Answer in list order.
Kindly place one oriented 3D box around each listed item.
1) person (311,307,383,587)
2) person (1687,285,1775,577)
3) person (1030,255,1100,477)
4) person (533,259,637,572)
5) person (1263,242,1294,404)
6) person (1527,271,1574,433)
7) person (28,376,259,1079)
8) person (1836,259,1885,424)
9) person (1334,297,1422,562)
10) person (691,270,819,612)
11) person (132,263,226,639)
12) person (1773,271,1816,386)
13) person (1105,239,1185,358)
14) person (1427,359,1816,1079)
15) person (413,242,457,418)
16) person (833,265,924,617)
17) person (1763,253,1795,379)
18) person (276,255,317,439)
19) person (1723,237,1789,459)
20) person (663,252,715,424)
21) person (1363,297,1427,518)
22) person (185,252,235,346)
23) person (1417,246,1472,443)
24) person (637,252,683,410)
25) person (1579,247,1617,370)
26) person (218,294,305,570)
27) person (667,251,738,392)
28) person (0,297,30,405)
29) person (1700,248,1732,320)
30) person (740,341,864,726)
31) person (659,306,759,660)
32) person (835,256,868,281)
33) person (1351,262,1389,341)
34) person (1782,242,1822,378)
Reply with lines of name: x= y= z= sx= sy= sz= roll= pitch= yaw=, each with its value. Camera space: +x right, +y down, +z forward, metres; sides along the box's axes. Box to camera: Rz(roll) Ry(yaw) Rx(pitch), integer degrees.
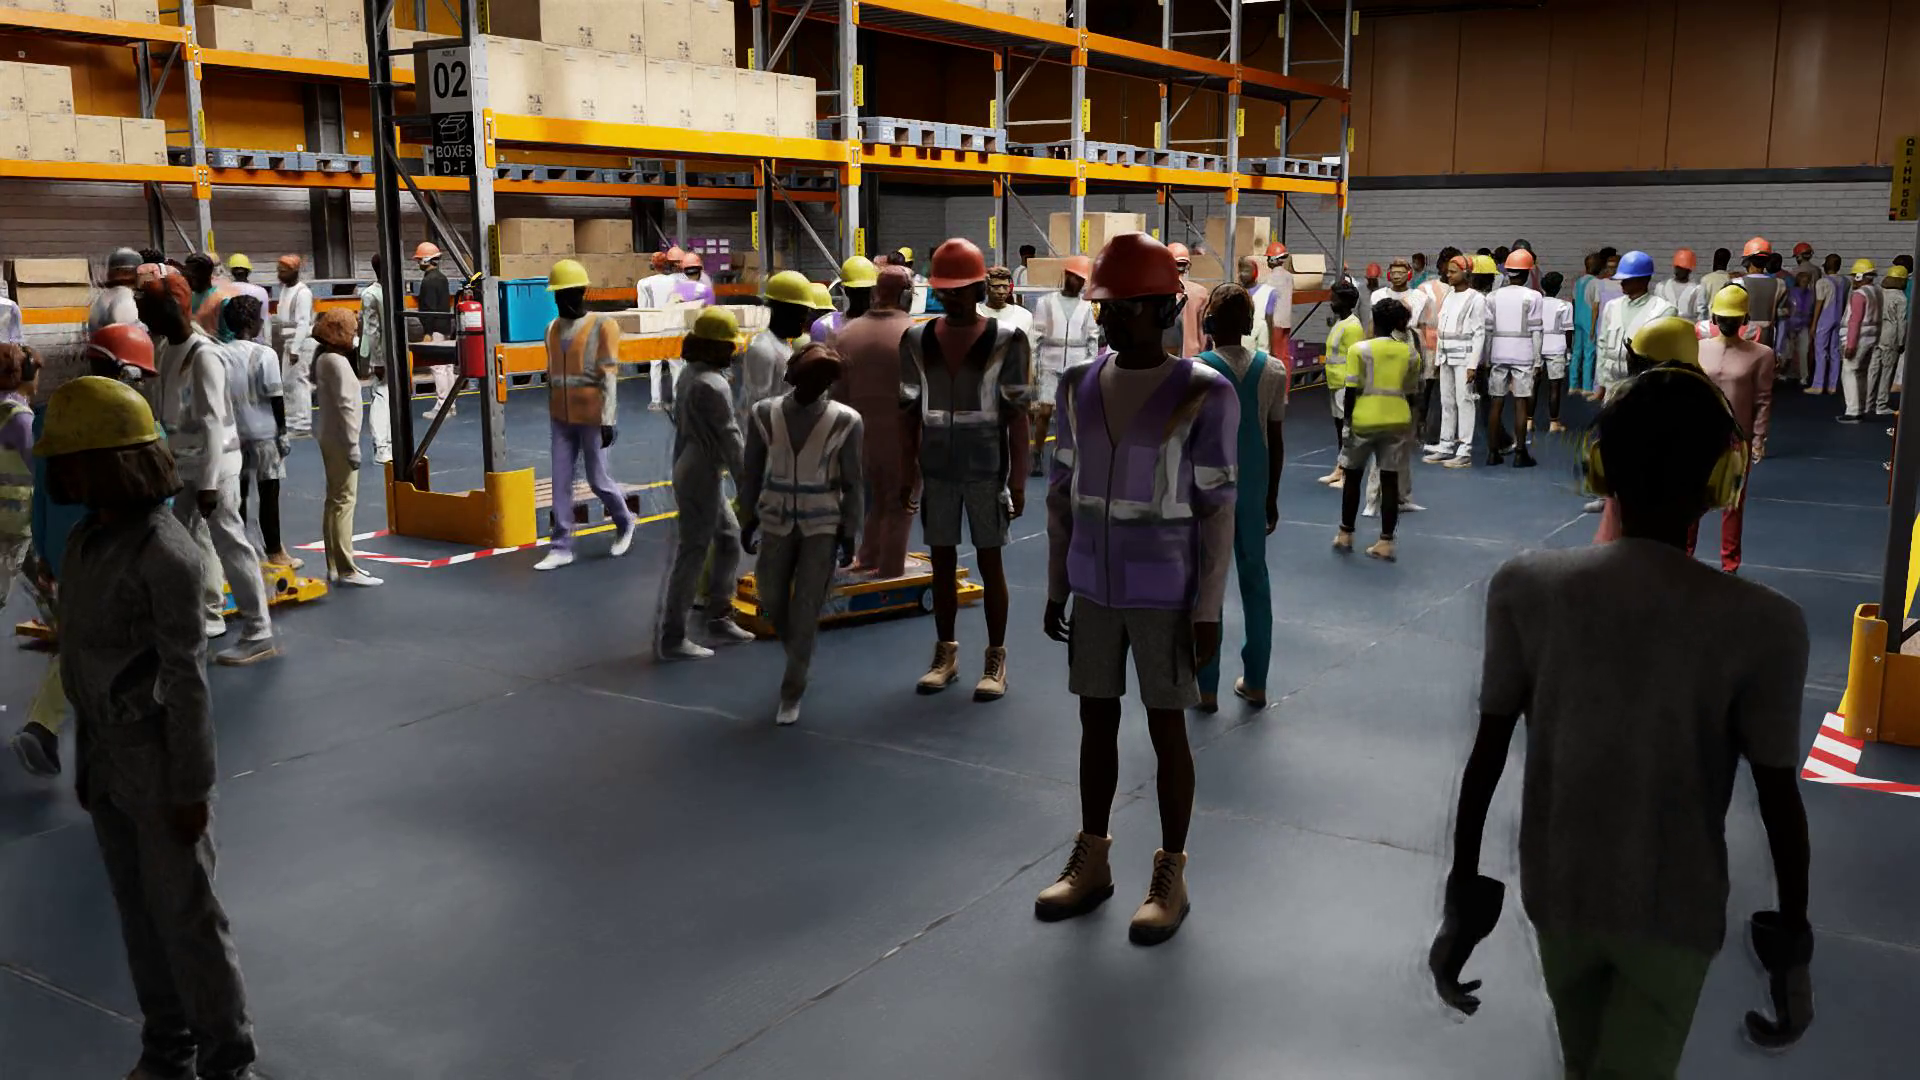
person: x=-3.620 y=-0.543 z=9.765 sx=0.278 sy=1.633 sz=0.498 roll=-6 pitch=12 yaw=-32
person: x=4.426 y=-0.596 z=9.700 sx=0.523 sy=1.767 sz=0.313 roll=5 pitch=11 yaw=26
person: x=0.891 y=-1.465 z=14.147 sx=0.591 sy=1.898 sz=0.469 roll=0 pitch=10 yaw=-1
person: x=-2.342 y=-0.782 z=10.339 sx=0.609 sy=1.903 sz=0.749 roll=5 pitch=11 yaw=27
person: x=3.863 y=-2.635 z=20.354 sx=0.388 sy=1.996 sz=0.612 roll=7 pitch=13 yaw=35
person: x=6.189 y=-1.974 z=17.523 sx=0.540 sy=1.695 sz=0.317 roll=8 pitch=13 yaw=38
person: x=-1.826 y=0.505 z=3.687 sx=0.485 sy=1.739 sz=0.319 roll=9 pitch=13 yaw=40
person: x=9.955 y=-2.191 z=18.408 sx=0.600 sy=1.822 sz=0.403 roll=-9 pitch=14 yaw=-41
person: x=2.678 y=-0.720 z=10.669 sx=0.553 sy=1.652 sz=0.692 roll=-2 pitch=10 yaw=-9
person: x=-0.987 y=-0.498 z=8.877 sx=1.017 sy=1.865 sz=0.619 roll=0 pitch=10 yaw=-1
person: x=-3.979 y=-0.433 z=8.402 sx=0.408 sy=1.909 sz=0.638 roll=-8 pitch=13 yaw=-39
person: x=11.739 y=-2.987 z=23.384 sx=0.516 sy=1.601 sz=0.672 roll=0 pitch=10 yaw=-2
person: x=1.201 y=-0.968 z=10.992 sx=0.537 sy=2.000 sz=0.680 roll=0 pitch=10 yaw=-1
person: x=1.146 y=0.616 z=2.804 sx=0.557 sy=1.821 sz=0.974 roll=9 pitch=14 yaw=41
person: x=-6.005 y=-2.387 z=18.985 sx=0.397 sy=1.992 sz=0.621 roll=0 pitch=10 yaw=0
person: x=-0.342 y=-0.527 z=8.967 sx=0.657 sy=1.888 sz=0.442 roll=7 pitch=12 yaw=33
person: x=11.844 y=-3.273 z=24.337 sx=0.429 sy=1.839 sz=0.621 roll=-3 pitch=11 yaw=-18
person: x=-6.796 y=-1.967 z=16.991 sx=0.410 sy=1.874 sz=0.587 roll=-10 pitch=14 yaw=-44
person: x=7.296 y=-1.762 z=15.389 sx=0.616 sy=2.041 sz=0.379 roll=0 pitch=10 yaw=0
person: x=-2.963 y=-2.217 z=18.321 sx=0.564 sy=1.898 sz=0.915 roll=8 pitch=13 yaw=38
person: x=3.240 y=-0.973 z=12.203 sx=0.618 sy=1.615 sz=0.325 roll=-6 pitch=12 yaw=-32
person: x=-6.309 y=-1.458 z=14.051 sx=0.596 sy=1.916 sz=0.374 roll=6 pitch=12 yaw=31
person: x=4.823 y=-1.937 z=16.588 sx=0.602 sy=1.958 sz=0.380 roll=-1 pitch=10 yaw=-5
person: x=-3.556 y=-2.485 z=19.836 sx=0.577 sy=1.882 sz=0.349 roll=-4 pitch=11 yaw=-23
person: x=10.026 y=-3.593 z=25.907 sx=1.021 sy=1.906 sz=0.621 roll=0 pitch=10 yaw=-1
person: x=-4.304 y=-0.638 z=10.121 sx=0.532 sy=1.696 sz=0.318 roll=3 pitch=11 yaw=18
person: x=-3.448 y=-2.902 z=22.183 sx=0.673 sy=1.887 sz=1.034 roll=10 pitch=14 yaw=43
person: x=-7.177 y=-1.141 z=12.212 sx=0.615 sy=1.945 sz=0.404 roll=-7 pitch=12 yaw=-34
person: x=9.711 y=-2.768 z=21.303 sx=0.592 sy=1.922 sz=0.392 roll=-2 pitch=10 yaw=-11
person: x=-0.663 y=-0.048 z=7.066 sx=0.546 sy=1.606 sz=0.501 roll=2 pitch=10 yaw=9
person: x=-1.178 y=-0.266 z=8.033 sx=0.684 sy=1.706 sz=0.496 roll=-5 pitch=11 yaw=-25
person: x=-1.562 y=-3.364 z=24.970 sx=0.638 sy=1.797 sz=0.692 roll=-9 pitch=13 yaw=-40
person: x=5.654 y=-2.950 z=22.830 sx=0.577 sy=1.731 sz=0.574 roll=5 pitch=11 yaw=25
person: x=12.350 y=-3.366 z=24.434 sx=0.608 sy=1.985 sz=0.396 roll=-5 pitch=12 yaw=-27
